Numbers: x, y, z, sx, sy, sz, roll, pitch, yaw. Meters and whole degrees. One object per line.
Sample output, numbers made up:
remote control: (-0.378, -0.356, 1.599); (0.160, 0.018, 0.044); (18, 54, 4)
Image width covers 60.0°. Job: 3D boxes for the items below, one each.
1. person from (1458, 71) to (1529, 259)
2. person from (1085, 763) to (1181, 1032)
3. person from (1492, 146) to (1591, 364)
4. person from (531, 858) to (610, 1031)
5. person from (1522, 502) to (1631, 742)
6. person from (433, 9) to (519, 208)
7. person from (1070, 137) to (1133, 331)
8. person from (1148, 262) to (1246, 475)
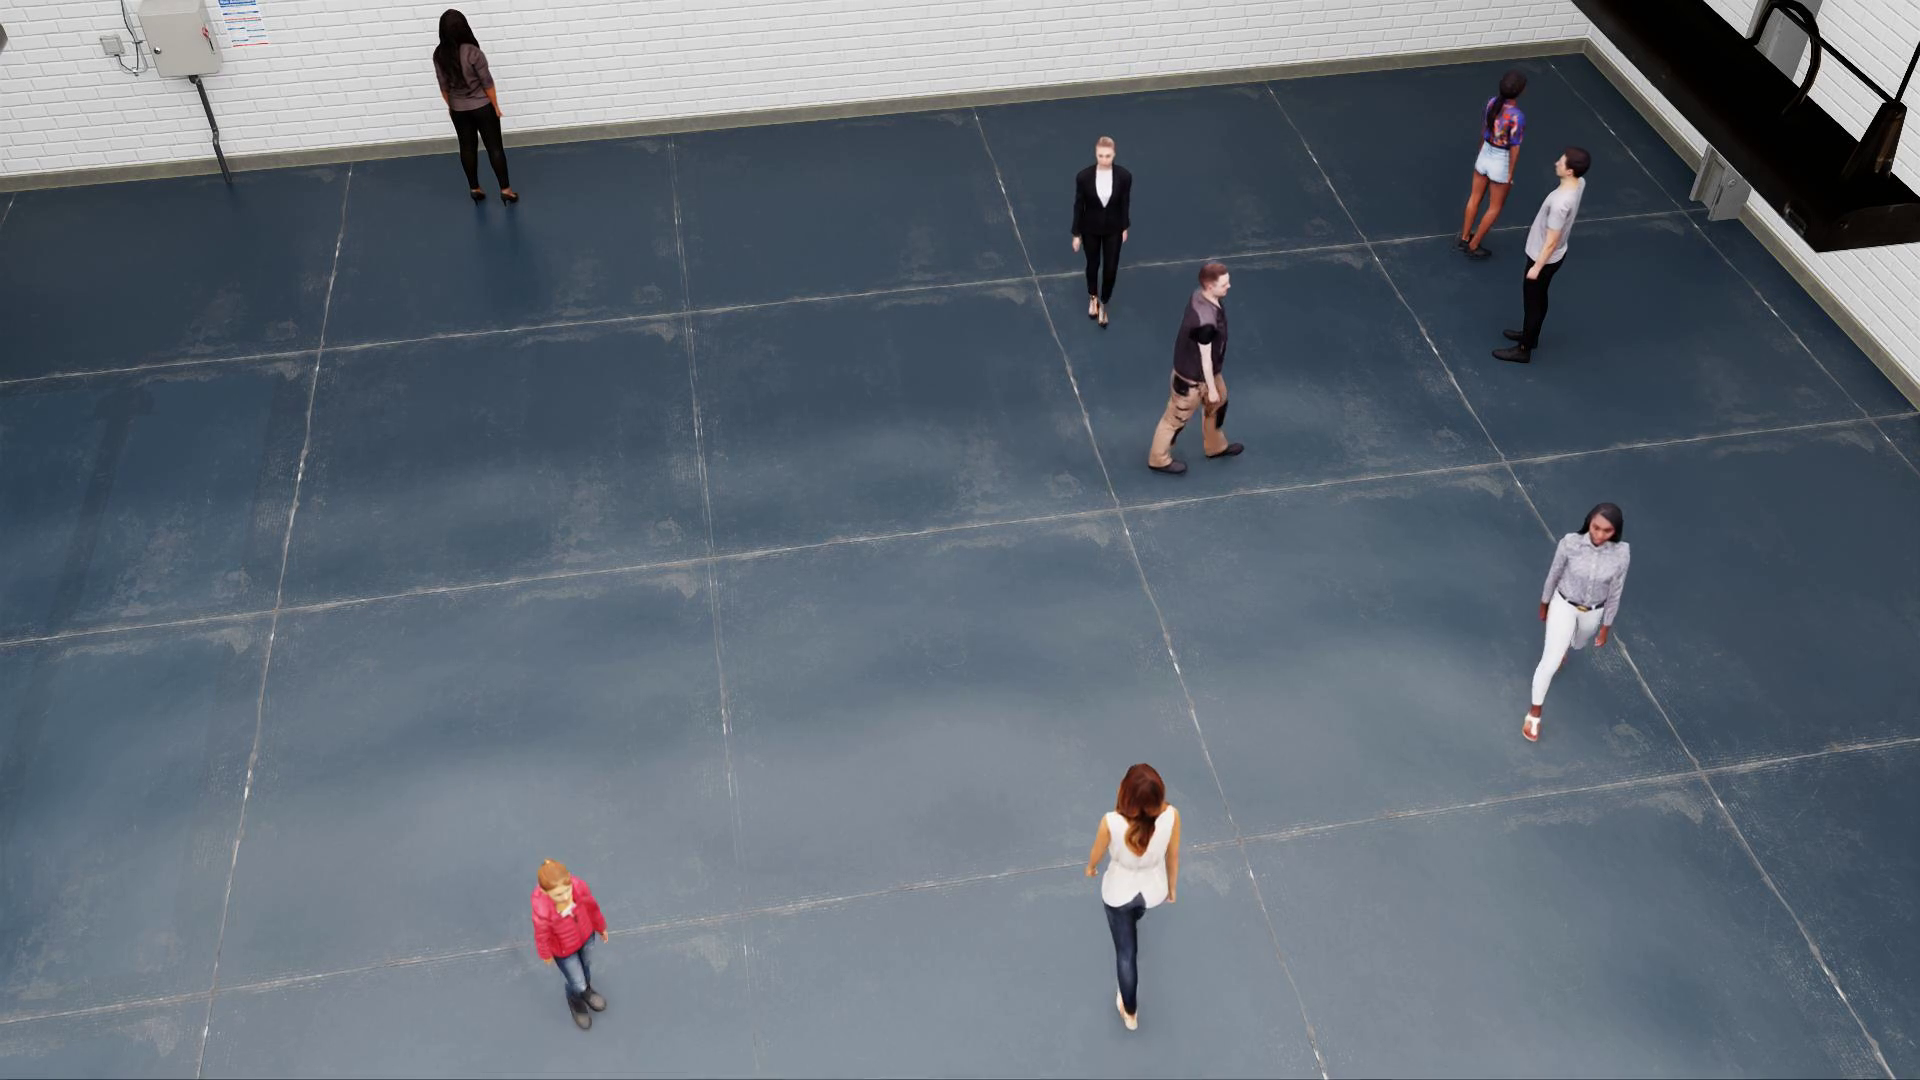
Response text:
person: (4.468, -3.159, 13.993); (0.743, 1.737, 0.586); (-27, 50, -26)
person: (0.928, 1.904, 8.679); (0.607, 1.735, 1.114); (-6, 44, -6)
person: (4.560, -2.209, 12.903); (0.801, 1.865, 0.716); (21, 48, 21)
person: (-2.096, 2.074, 8.810); (0.654, 1.308, 0.601); (30, 51, 27)
person: (3.835, 0.392, 10.299); (0.961, 1.690, 1.212); (13, 45, 13)
person: (-4.256, -3.755, 14.541); (0.717, 1.842, 0.699); (5, 44, 5)
person: (1.133, -2.511, 13.347); (0.699, 1.689, 0.697); (2, 44, 2)
person: (1.595, -1.226, 11.908); (0.933, 1.813, 0.984); (6, 44, 6)
